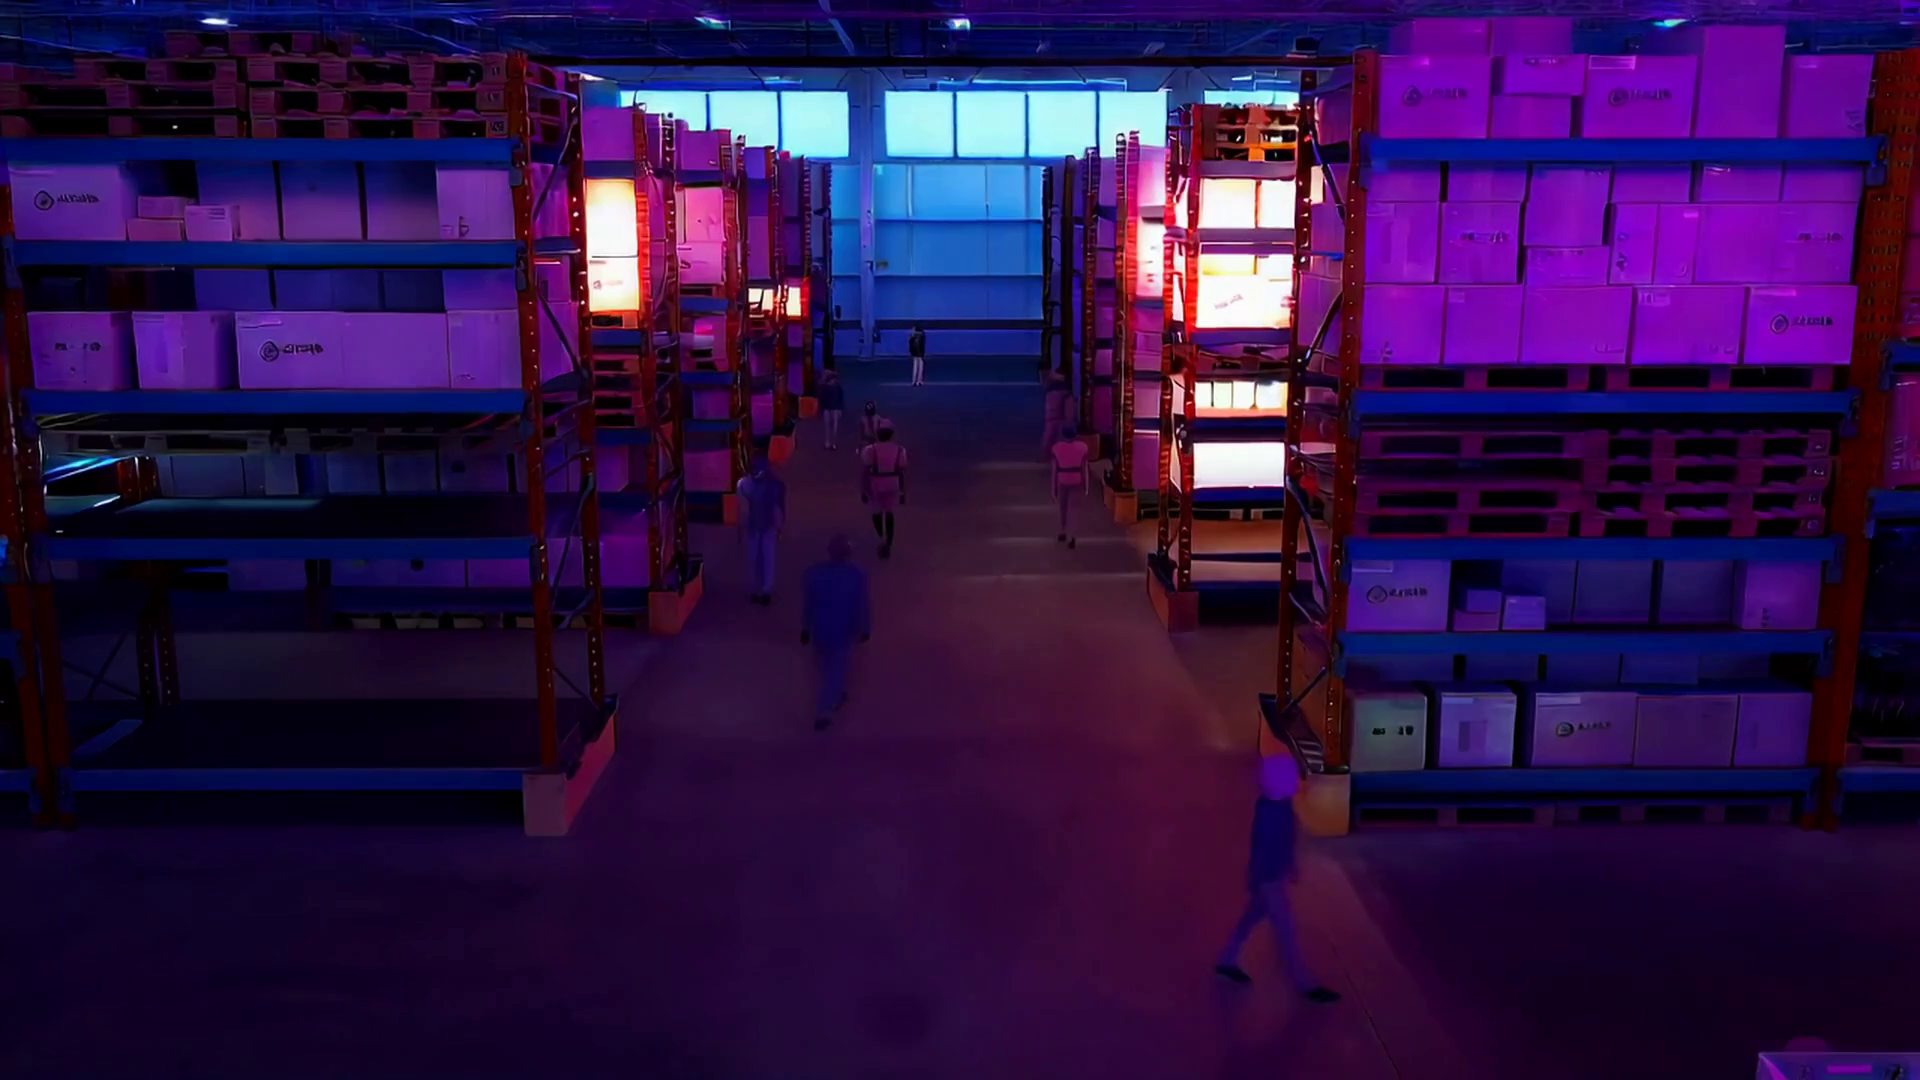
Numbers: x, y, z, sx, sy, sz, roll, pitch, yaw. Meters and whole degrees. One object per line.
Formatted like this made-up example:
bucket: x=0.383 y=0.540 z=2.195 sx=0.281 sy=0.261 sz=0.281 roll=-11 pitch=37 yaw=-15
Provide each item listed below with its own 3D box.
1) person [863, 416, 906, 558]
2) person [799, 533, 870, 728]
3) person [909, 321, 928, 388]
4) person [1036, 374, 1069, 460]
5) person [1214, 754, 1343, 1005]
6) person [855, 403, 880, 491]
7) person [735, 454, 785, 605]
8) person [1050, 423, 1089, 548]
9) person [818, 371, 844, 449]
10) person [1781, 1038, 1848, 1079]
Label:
person: x=-1.049 y=-0.719 z=23.372 sx=0.618 sy=2.030 sz=0.622 roll=-2 pitch=12 yaw=-12
person: x=-1.176 y=0.840 z=16.104 sx=0.663 sy=1.849 sz=0.975 roll=4 pitch=12 yaw=21
person: x=-1.114 y=-5.062 z=45.411 sx=0.428 sy=1.836 sz=0.625 roll=-9 pitch=14 yaw=-37
person: x=1.814 y=-2.346 z=32.234 sx=0.563 sy=1.702 sz=0.869 roll=-6 pitch=13 yaw=-29
person: x=2.005 y=2.109 z=10.470 sx=0.874 sy=1.579 sz=0.509 roll=5 pitch=13 yaw=25
person: x=-1.571 y=-1.587 z=28.782 sx=0.515 sy=1.593 sz=0.875 roll=-2 pitch=12 yaw=-11
person: x=-2.482 y=-0.125 z=20.715 sx=0.637 sy=1.925 sz=0.458 roll=0 pitch=11 yaw=1
person: x=1.607 y=-0.808 z=24.430 sx=0.567 sy=1.805 sz=0.987 roll=1 pitch=11 yaw=4
person: x=-2.627 y=-2.645 z=33.946 sx=0.521 sy=1.614 sz=0.453 roll=-1 pitch=11 yaw=-7
person: x=3.200 y=2.795 z=6.545 sx=0.919 sy=1.788 sz=0.622 roll=0 pitch=11 yaw=1
